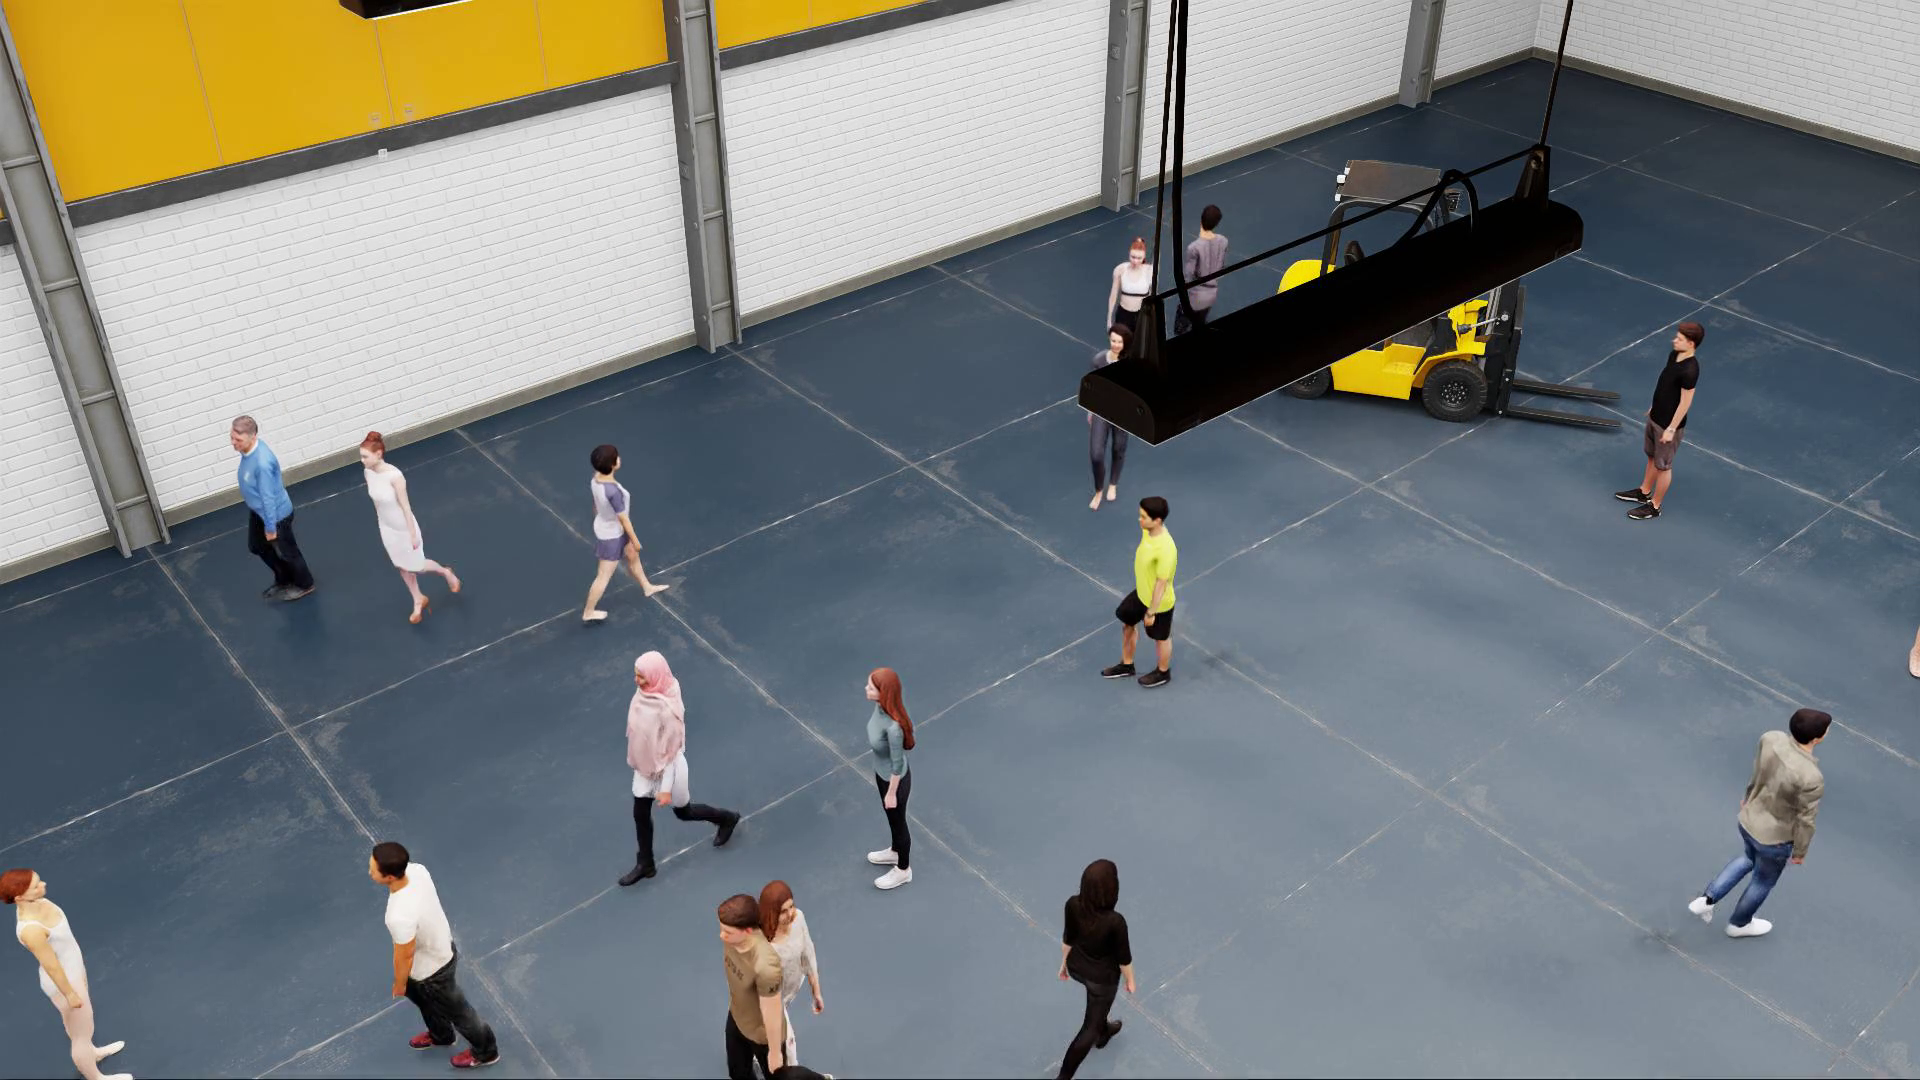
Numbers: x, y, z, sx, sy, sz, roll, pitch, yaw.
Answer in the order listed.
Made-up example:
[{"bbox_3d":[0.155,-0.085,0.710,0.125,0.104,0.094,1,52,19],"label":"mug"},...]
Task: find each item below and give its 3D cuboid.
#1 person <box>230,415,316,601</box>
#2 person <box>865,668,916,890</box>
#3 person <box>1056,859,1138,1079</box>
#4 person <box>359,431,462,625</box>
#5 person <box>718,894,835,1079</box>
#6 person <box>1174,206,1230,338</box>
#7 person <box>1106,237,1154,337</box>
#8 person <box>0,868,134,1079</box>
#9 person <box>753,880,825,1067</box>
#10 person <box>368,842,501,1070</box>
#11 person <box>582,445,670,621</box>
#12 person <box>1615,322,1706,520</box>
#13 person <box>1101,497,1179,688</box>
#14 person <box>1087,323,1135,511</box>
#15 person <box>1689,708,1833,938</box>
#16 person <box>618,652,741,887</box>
[{"bbox_3d":[-5.485,-0.278,13.438,0.616,1.787,0.680,-23,40,-31],"label":"person"},{"bbox_3d":[-0.449,1.532,10.756,0.684,1.742,0.673,-6,34,-9],"label":"person"},{"bbox_3d":[0.721,2.507,9.406,0.699,1.613,1.093,25,41,33],"label":"person"},{"bbox_3d":[-4.378,-0.109,13.197,0.760,1.774,0.916,15,37,22],"label":"person"},{"bbox_3d":[-1.033,2.607,9.055,0.995,1.835,0.700,-25,41,-32],"label":"person"},{"bbox_3d":[2.452,-2.434,16.643,0.752,1.830,0.837,-21,39,-28],"label":"person"},{"bbox_3d":[1.709,-2.189,16.360,0.741,1.735,0.782,9,35,13],"label":"person"},{"bbox_3d":[-5.098,2.473,9.430,0.532,1.644,0.576,-18,38,-25],"label":"person"},{"bbox_3d":[-1.089,2.489,9.388,0.742,1.662,1.136,29,43,36],"label":"person"},{"bbox_3d":[-2.920,2.368,9.466,0.889,1.778,0.808,-5,34,-8],"label":"person"},{"bbox_3d":[-2.838,-0.024,13.296,1.049,1.522,0.657,-20,38,-27],"label":"person"},{"bbox_3d":[6.202,-1.063,14.552,0.807,1.861,0.761,1,34,1],"label":"person"},{"bbox_3d":[1.530,0.383,12.528,0.890,1.696,0.811,-10,35,-14],"label":"person"},{"bbox_3d":[1.369,-1.159,14.791,0.809,1.757,0.867,5,34,8],"label":"person"},{"bbox_3d":[4.929,1.782,10.283,0.976,1.850,0.899,-7,34,-10],"label":"person"},{"bbox_3d":[-1.843,1.467,10.826,1.111,1.772,0.614,-25,41,-33],"label":"person"}]
